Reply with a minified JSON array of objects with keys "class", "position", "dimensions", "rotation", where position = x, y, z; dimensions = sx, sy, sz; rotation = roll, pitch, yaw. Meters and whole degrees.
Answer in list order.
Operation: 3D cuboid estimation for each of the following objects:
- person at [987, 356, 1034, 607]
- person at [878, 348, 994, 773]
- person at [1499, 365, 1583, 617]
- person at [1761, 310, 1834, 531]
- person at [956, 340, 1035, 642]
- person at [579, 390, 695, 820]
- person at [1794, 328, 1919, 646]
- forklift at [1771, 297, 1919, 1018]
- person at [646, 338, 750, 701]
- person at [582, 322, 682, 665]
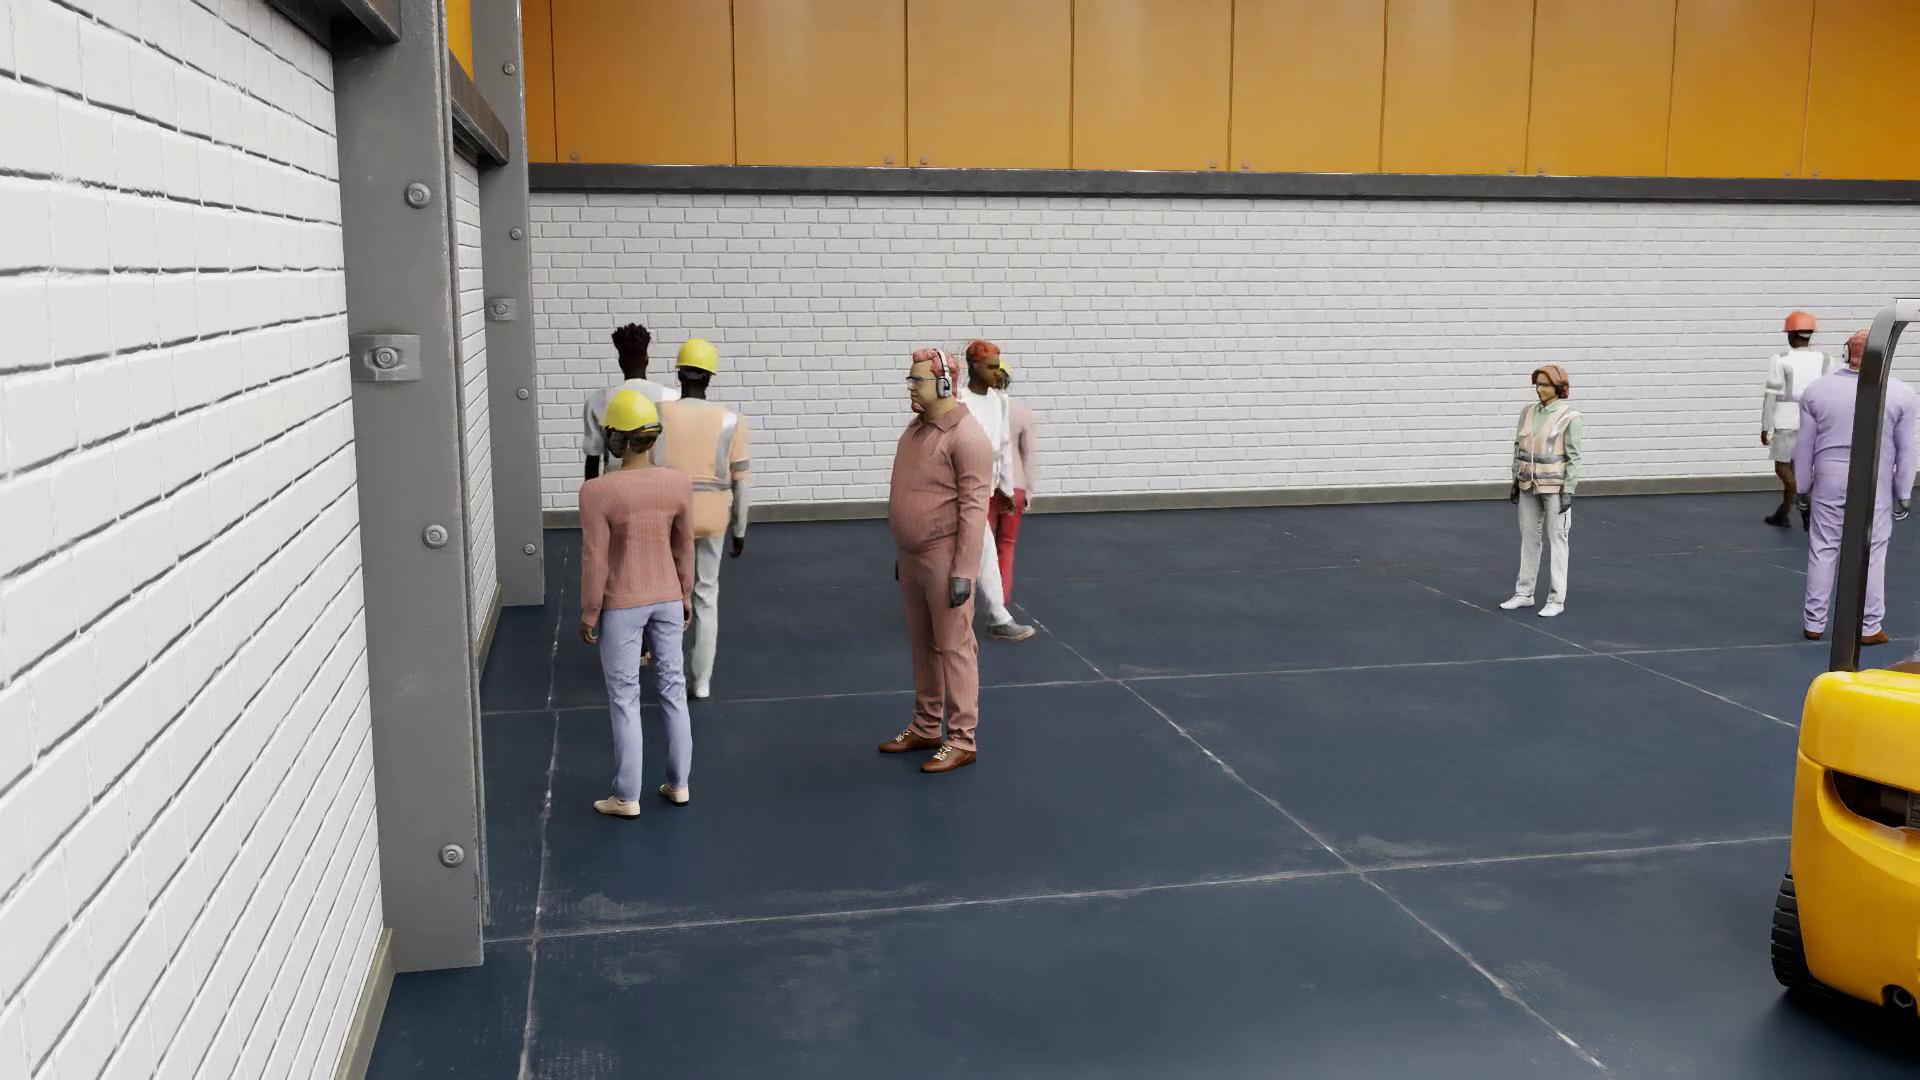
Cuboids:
[{"class":"person","position":[0.224,-0.309,10.527],"dimensions":[0.528,1.734,0.652],"rotation":[-1,9,-7]},{"class":"person","position":[-0.124,0.088,7.550],"dimensions":[0.410,1.909,0.642],"rotation":[-6,11,-31]},{"class":"person","position":[3.816,-0.323,10.867],"dimensions":[0.307,1.639,0.513],"rotation":[-5,11,-30]},{"class":"person","position":[7.192,-1.007,14.250],"dimensions":[0.546,1.911,0.832],"rotation":[0,9,-1]},{"class":"person","position":[0.045,-0.317,10.287],"dimensions":[0.998,1.838,0.576],"rotation":[7,12,36]},{"class":"person","position":[-1.331,0.266,6.878],"dimensions":[0.533,1.772,0.299],"rotation":[-8,12,-41]},{"class":"person","position":[5.391,-0.318,10.029],"dimensions":[0.655,1.904,0.407],"rotation":[7,12,36]},{"class":"forklift","position":[3.542,0.334,5.177],"dimensions":[2.313,2.155,1.214],"rotation":[-9,13,-43]},{"class":"person","position":[-1.389,-0.082,8.610],"dimensions":[0.615,1.902,0.468],"rotation":[-2,10,-11]},{"class":"person","position":[-1.816,-0.252,9.455],"dimensions":[0.642,1.953,0.407],"rotation":[-1,9,-7]}]
